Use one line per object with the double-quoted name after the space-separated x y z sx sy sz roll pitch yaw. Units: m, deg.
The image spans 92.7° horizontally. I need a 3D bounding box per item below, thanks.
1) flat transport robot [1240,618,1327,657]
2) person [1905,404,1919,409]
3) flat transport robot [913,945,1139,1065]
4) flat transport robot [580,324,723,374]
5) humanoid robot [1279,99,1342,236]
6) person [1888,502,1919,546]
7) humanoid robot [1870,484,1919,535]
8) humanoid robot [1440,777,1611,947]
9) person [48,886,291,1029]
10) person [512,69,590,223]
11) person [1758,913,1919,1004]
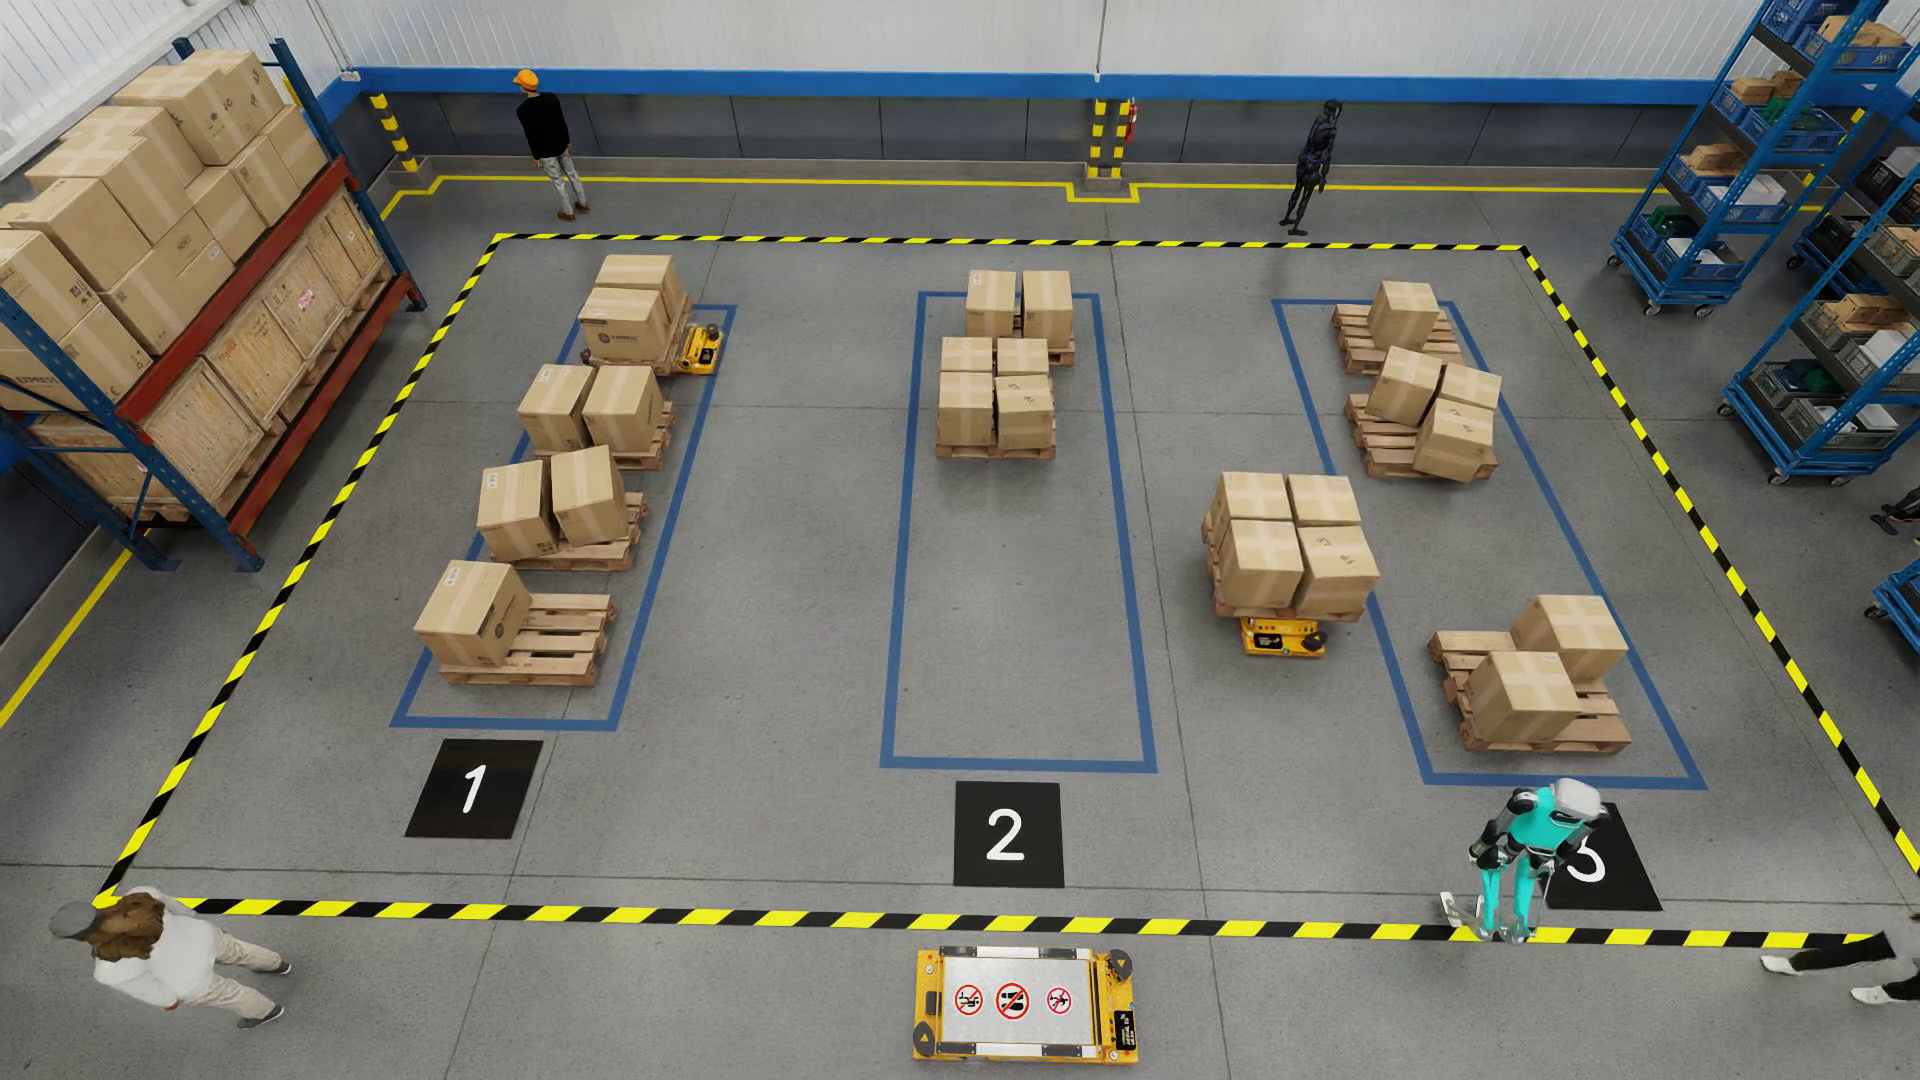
2.791 0.371 8.166 0.652 0.197 1.431 2 51 2 "flat transport robot"
10.165 -2.164 9.177 0.372 1.933 0.626 -24 55 -18 "person"
0.422 3.041 6.007 1.431 0.231 0.659 1 51 1 "flat transport robot"
-3.436 -2.147 10.218 1.431 0.197 0.652 1 51 1 "flat transport robot"
4.353 -4.613 11.330 0.315 1.654 0.599 -7 51 -6 "humanoid robot"
9.098 -0.698 7.960 0.361 1.963 0.613 -6 51 -5 "person"
8.957 -0.710 8.149 0.599 1.653 0.315 -24 55 -18 "humanoid robot"
3.496 2.138 5.711 0.533 1.674 0.735 9 51 7 "humanoid robot"
-4.650 2.507 5.477 0.408 1.761 0.571 -10 51 -8 "person"
-5.095 -4.895 11.434 0.356 1.884 0.589 27 56 21 "person"
5.837 2.461 5.488 0.935 1.810 0.592 0 51 0 "person"
